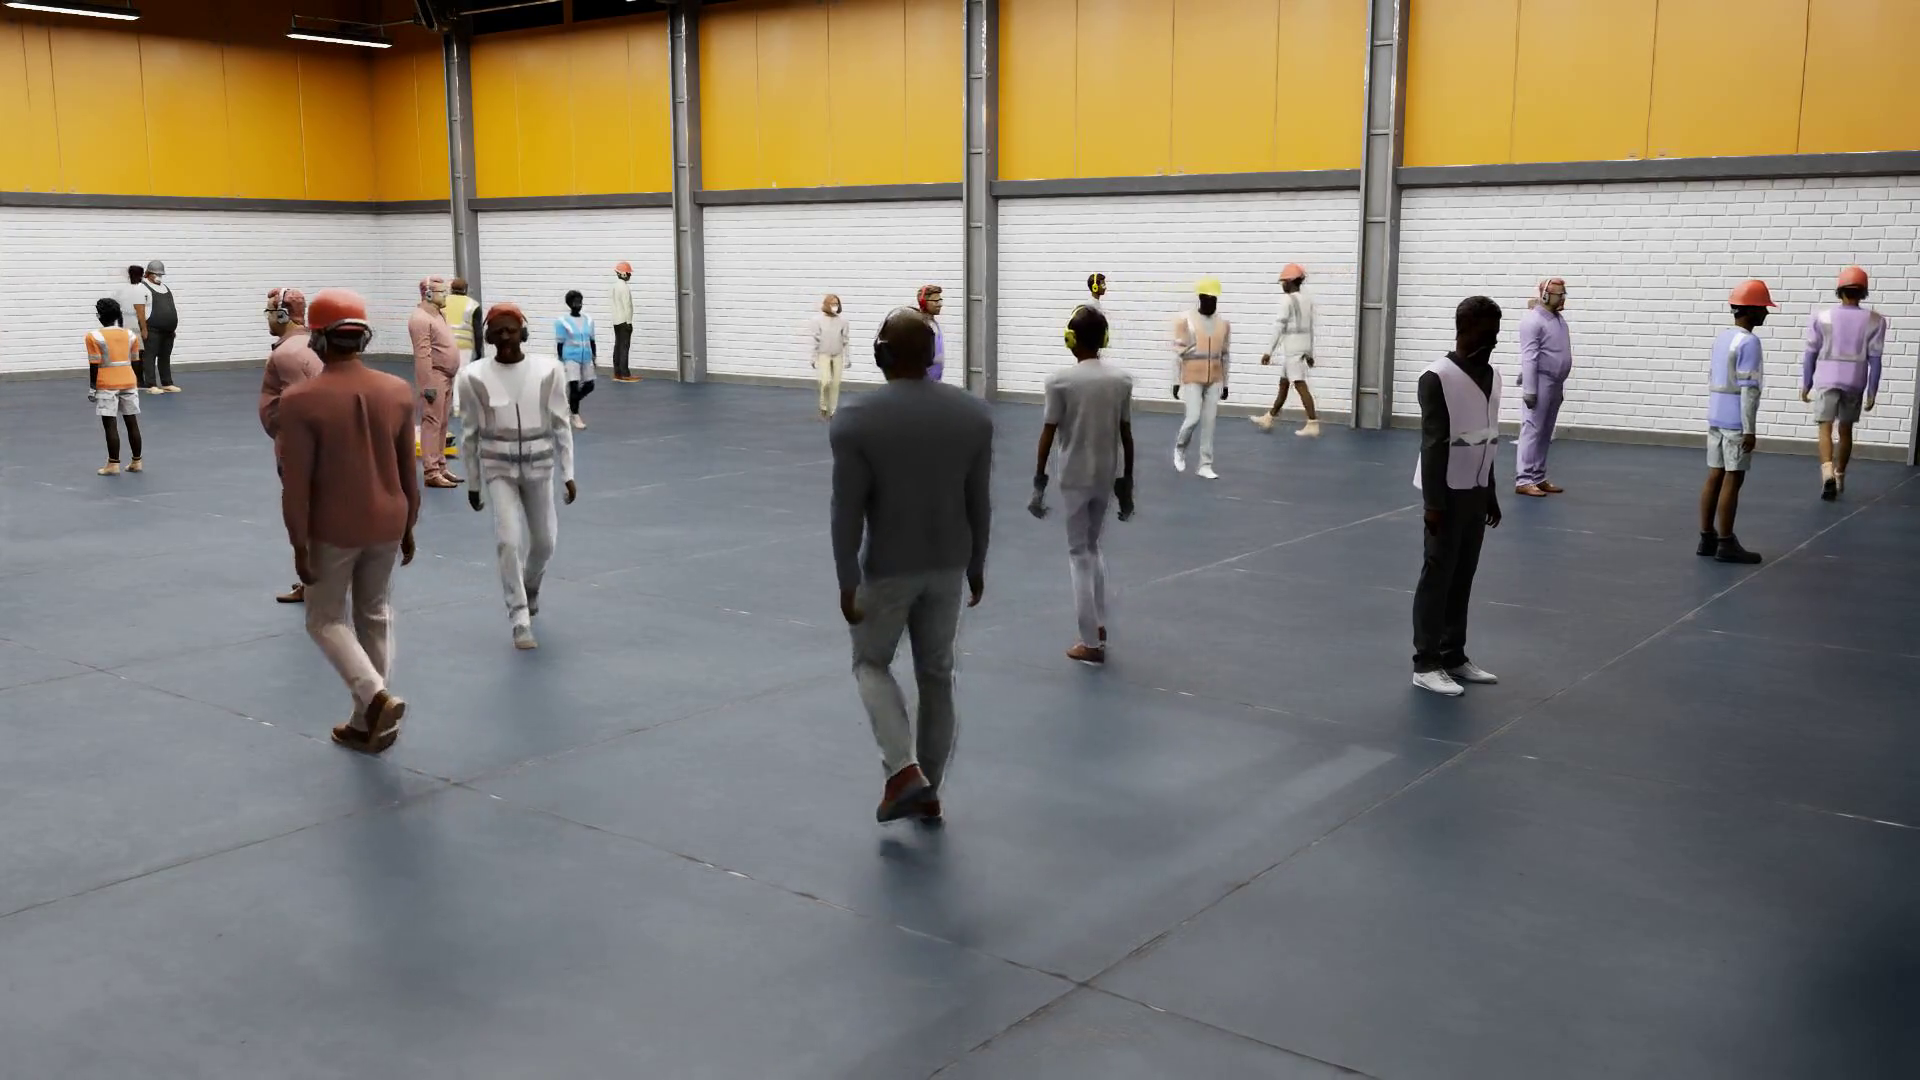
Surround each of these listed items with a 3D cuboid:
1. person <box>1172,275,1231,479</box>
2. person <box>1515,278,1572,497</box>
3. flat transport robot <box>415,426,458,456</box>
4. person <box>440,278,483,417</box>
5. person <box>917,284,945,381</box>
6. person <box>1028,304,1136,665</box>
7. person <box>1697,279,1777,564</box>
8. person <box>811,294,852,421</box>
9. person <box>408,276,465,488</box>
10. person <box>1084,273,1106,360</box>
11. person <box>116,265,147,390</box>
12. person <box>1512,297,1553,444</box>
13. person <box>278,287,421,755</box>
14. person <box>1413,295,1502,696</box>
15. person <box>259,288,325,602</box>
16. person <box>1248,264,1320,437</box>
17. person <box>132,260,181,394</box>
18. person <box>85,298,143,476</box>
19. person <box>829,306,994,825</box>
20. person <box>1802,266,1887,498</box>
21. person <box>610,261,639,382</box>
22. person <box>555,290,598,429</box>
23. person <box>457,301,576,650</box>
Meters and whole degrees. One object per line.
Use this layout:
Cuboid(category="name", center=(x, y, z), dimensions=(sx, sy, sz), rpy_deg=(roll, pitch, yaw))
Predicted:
Cuboid(category="person", center=(2.272, -1.534, 15.699), dimensions=(0.612, 1.913, 0.491), rpy_deg=(-4, 10, -20))
Cuboid(category="person", center=(5.148, -1.340, 14.599), dimensions=(0.402, 1.906, 0.652), rpy_deg=(9, 13, 42))
Cuboid(category="flat transport robot", center=(-5.835, -1.068, 17.767), dimensions=(0.652, 0.197, 1.431), rpy_deg=(-5, 11, -26))
Cuboid(category="person", center=(-6.575, -2.524, 21.809), dimensions=(0.666, 1.802, 0.739), rpy_deg=(0, 10, -2))
Cuboid(category="person", center=(-0.319, -1.323, 14.670), dimensions=(0.390, 1.846, 0.564), rpy_deg=(3, 10, 17))
Cuboid(category="person", center=(0.607, -0.286, 8.646), dimensions=(0.512, 1.852, 0.573), rpy_deg=(-5, 11, -27))
Cuboid(category="person", center=(5.350, -0.814, 11.443), dimensions=(0.379, 1.938, 0.547), rpy_deg=(0, 10, 1))
Cuboid(category="person", center=(-1.608, -2.280, 20.897), dimensions=(0.521, 1.616, 0.376), rpy_deg=(-5, 11, -26))
Cuboid(category="person", center=(-4.755, -1.437, 15.151), dimensions=(0.410, 1.912, 0.641), rpy_deg=(-1, 10, -3))
Cuboid(category="person", center=(1.700, -2.418, 20.973), dimensions=(0.326, 1.874, 0.518), rpy_deg=(0, 10, 2))
Cuboid(category="person", center=(-12.823, -3.320, 26.004), dimensions=(0.595, 1.946, 0.489), rpy_deg=(3, 10, 16))
Cuboid(category="person", center=(6.374, -1.858, 18.406), dimensions=(0.521, 1.645, 0.314), rpy_deg=(-9, 13, -41))
Cuboid(category="person", center=(-2.480, -0.050, 6.882), dimensions=(0.643, 1.976, 0.619), rpy_deg=(9, 13, 41))
Cuboid(category="person", center=(2.418, -0.223, 8.076), dimensions=(0.589, 1.914, 0.392), rpy_deg=(-9, 13, -43))
Cuboid(category="person", center=(-4.049, -0.576, 10.151), dimensions=(0.401, 1.906, 0.650), rpy_deg=(-1, 10, -6))
Cuboid(category="person", center=(3.811, -2.205, 19.396), dimensions=(1.049, 1.986, 0.633), rpy_deg=(7, 12, 35))
Cuboid(category="person", center=(-12.151, -3.240, 25.268), dimensions=(0.534, 2.000, 0.674), rpy_deg=(3, 10, 16))
Cuboid(category="person", center=(-8.095, -1.462, 15.920), dimensions=(0.317, 1.696, 0.538), rpy_deg=(5, 11, 26))
Cuboid(category="person", center=(-0.163, 0.117, 6.066), dimensions=(0.640, 1.926, 0.480), rpy_deg=(-4, 10, -20))
Cuboid(category="person", center=(7.692, -1.369, 14.484), dimensions=(0.601, 2.014, 0.977), rpy_deg=(4, 10, 20))
Cuboid(category="person", center=(-5.570, -3.612, 27.569), dimensions=(0.396, 1.992, 0.623), rpy_deg=(-6, 12, -33))
Cuboid(category="person", center=(-4.695, -2.201, 20.236), dimensions=(0.541, 1.683, 0.512), rpy_deg=(-9, 13, -42))
Cuboid(category="person", center=(-2.424, -0.373, 9.088), dimensions=(0.597, 1.866, 0.700), rpy_deg=(-4, 10, -21))
